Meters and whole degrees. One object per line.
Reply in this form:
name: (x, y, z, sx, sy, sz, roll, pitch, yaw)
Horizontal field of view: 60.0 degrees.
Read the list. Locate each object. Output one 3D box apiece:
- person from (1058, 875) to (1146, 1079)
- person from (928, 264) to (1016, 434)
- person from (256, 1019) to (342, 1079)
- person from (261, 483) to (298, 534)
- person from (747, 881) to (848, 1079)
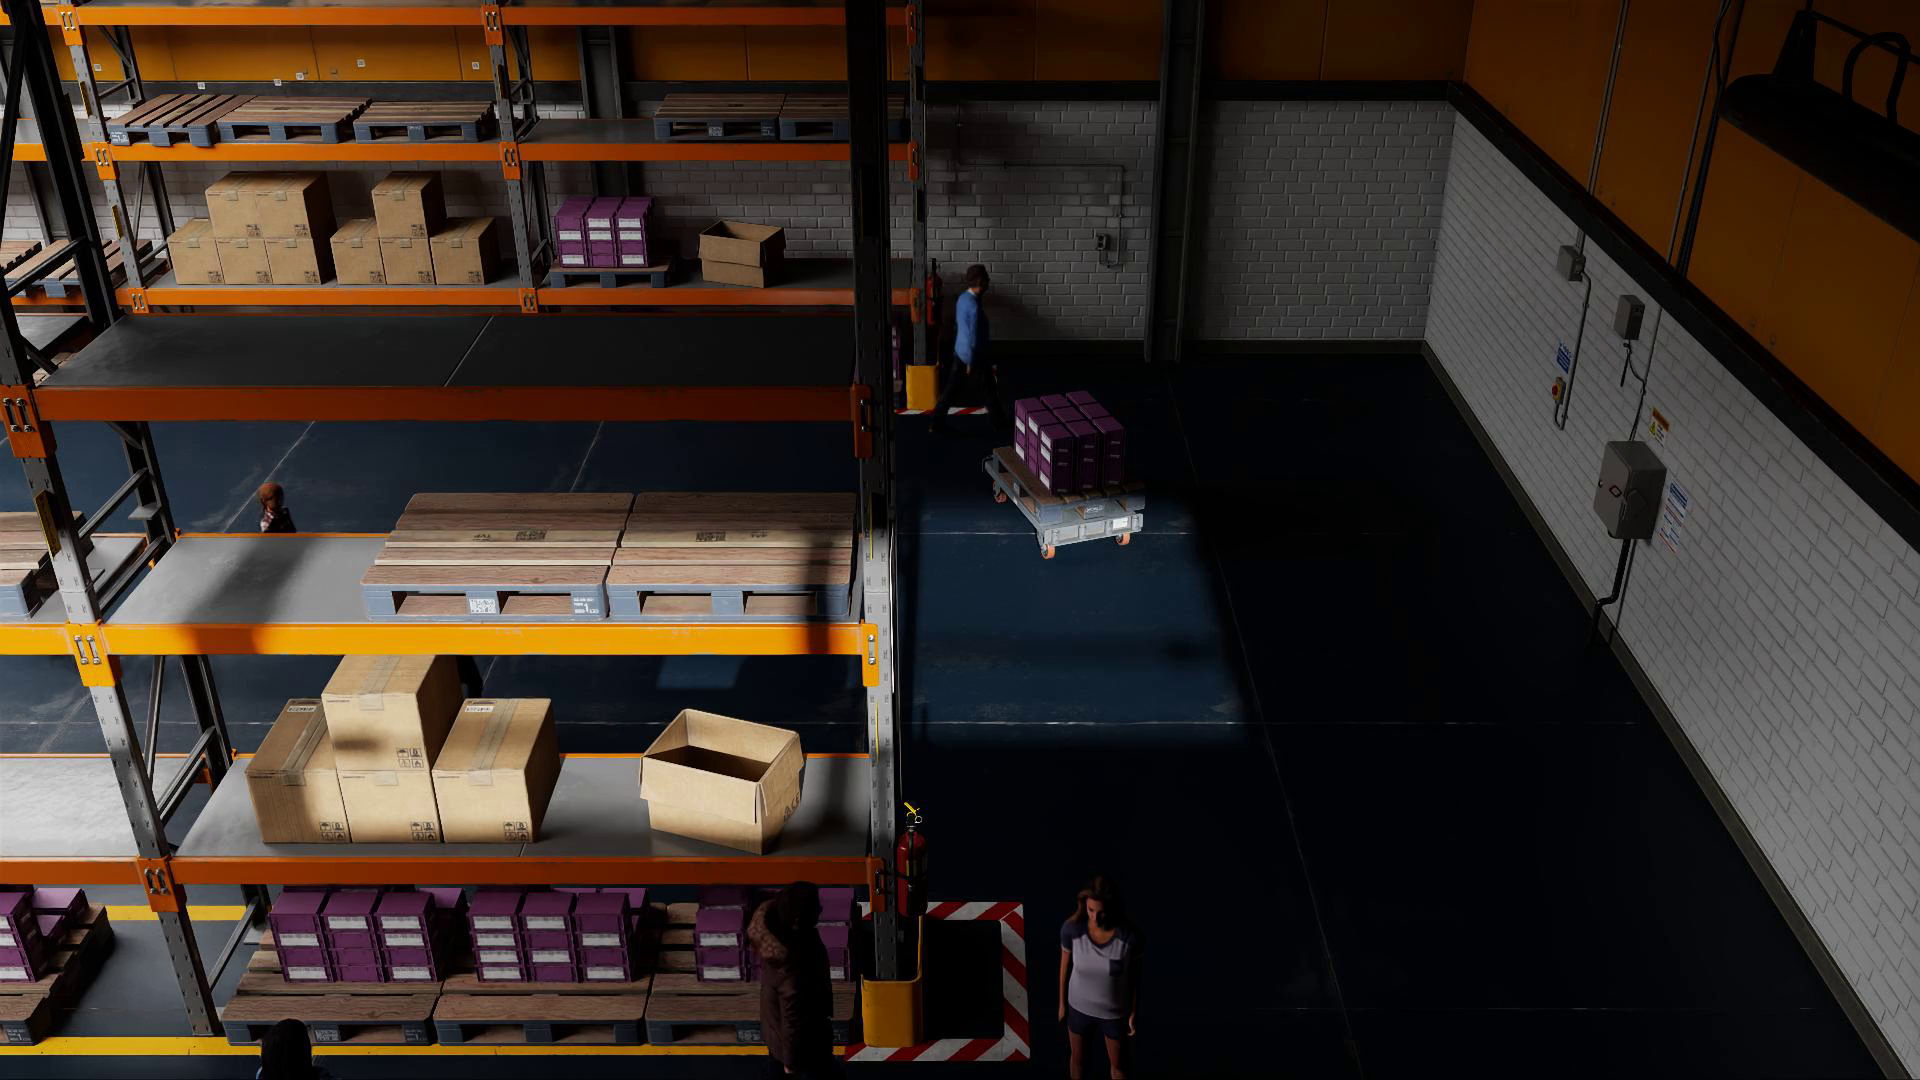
person: (0.740, 2.432, 8.751, 0.561, 1.725, 0.709, 7, 29, 13)
person: (0.013, -1.836, 16.539, 1.274, 1.761, 0.944, -9, 30, -17)
person: (-3.026, 2.925, 7.860, 0.529, 1.713, 0.703, 6, 29, 12)
person: (-5.452, 0.128, 13.414, 0.498, 1.306, 0.541, 2, 29, 4)
person: (-0.936, 2.513, 8.523, 1.271, 1.802, 0.944, -8, 30, -14)
